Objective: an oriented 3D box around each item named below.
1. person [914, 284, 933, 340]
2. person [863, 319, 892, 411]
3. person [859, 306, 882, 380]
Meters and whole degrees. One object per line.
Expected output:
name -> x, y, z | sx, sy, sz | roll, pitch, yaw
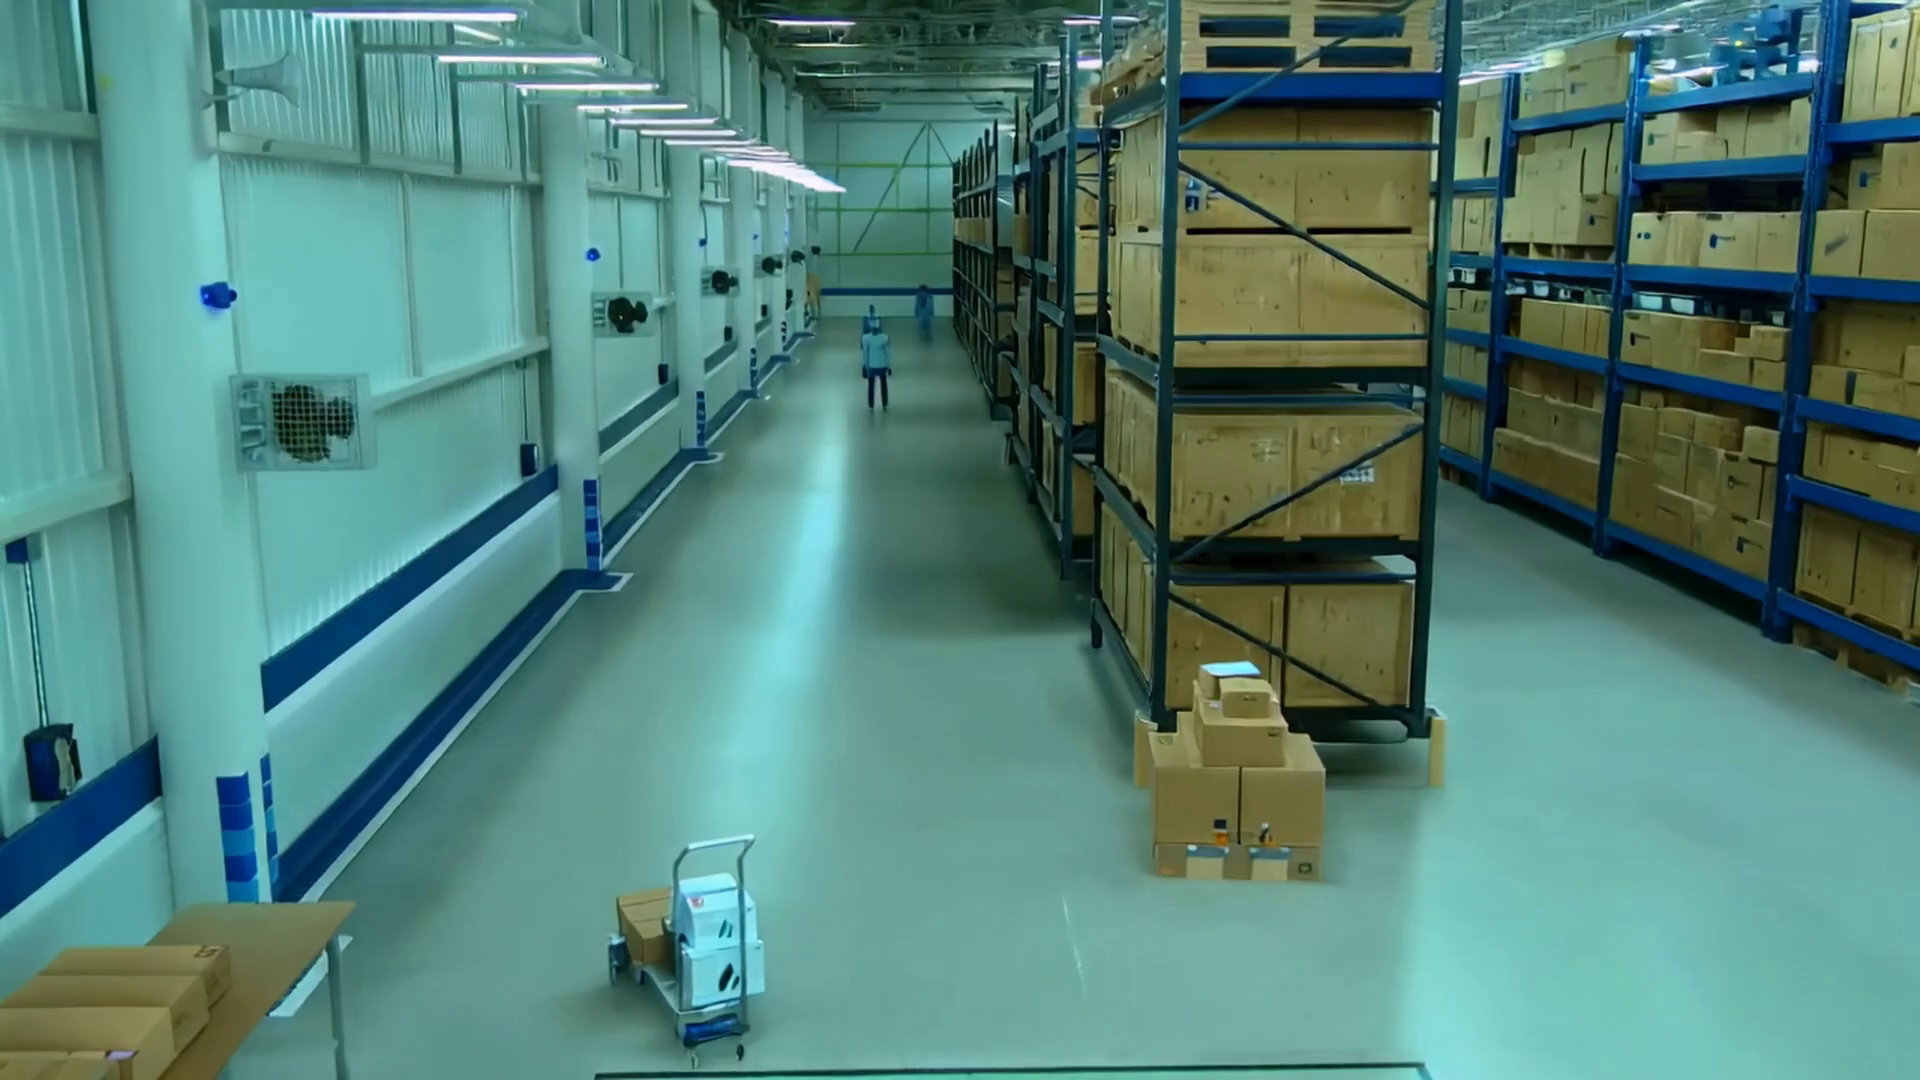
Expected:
person -> -1.254, -7.819, 57.091 | 0.639, 1.895, 0.496 | 1, 11, 6
person -> -1.769, -3.736, 35.629 | 0.618, 1.986, 0.407 | -1, 11, -3
person -> -2.292, -5.045, 42.648 | 0.594, 1.909, 0.398 | -2, 11, -9
